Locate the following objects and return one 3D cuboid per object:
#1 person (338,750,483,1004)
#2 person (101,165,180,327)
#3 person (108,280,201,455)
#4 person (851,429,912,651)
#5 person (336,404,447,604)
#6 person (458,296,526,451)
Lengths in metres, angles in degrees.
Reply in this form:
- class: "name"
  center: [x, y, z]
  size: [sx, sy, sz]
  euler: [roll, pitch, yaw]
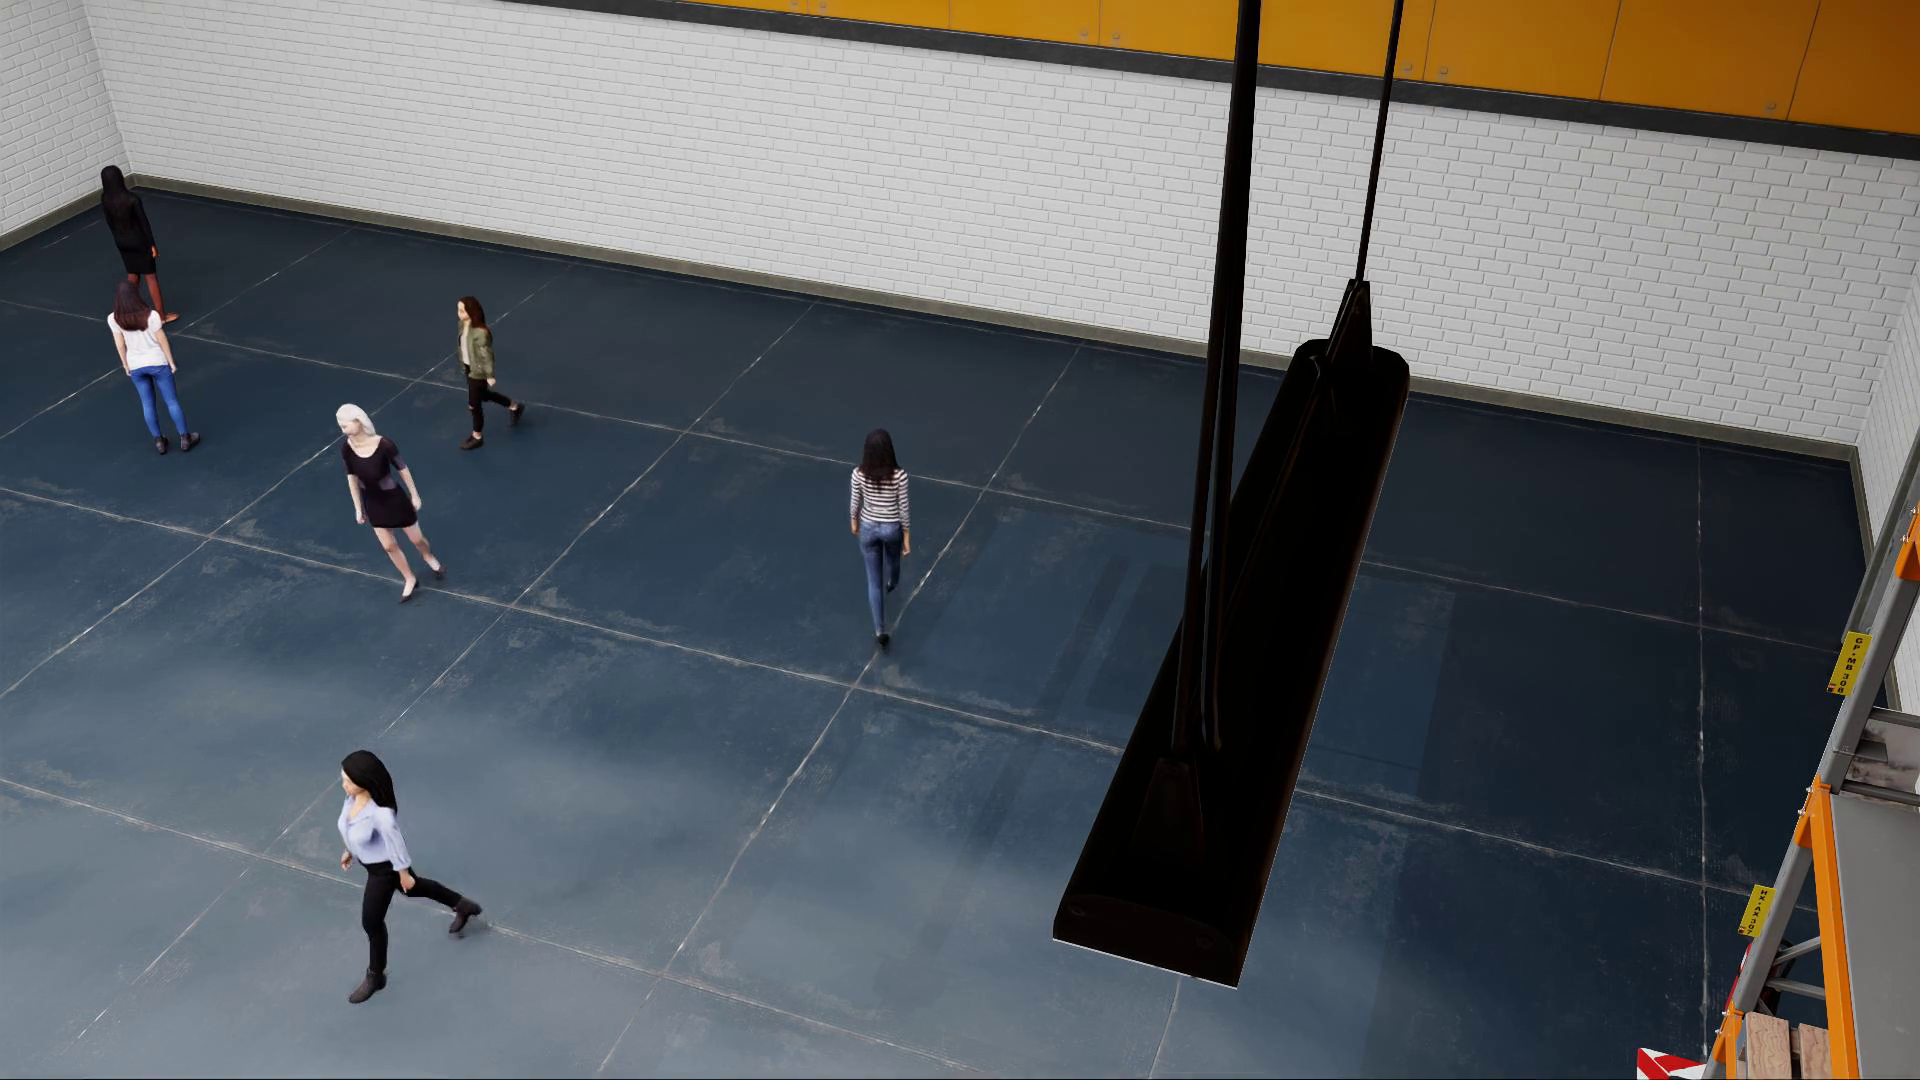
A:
- class: "person"
  center: [-3.301, 1.880, 9.809]
  size: [1.248, 1.704, 1.037]
  euler: [-24, 41, -32]
- class: "person"
  center: [-8.556, -3.060, 17.227]
  size: [0.629, 1.720, 0.521]
  euler: [7, 34, 11]
- class: "person"
  center: [-7.299, -1.545, 14.979]
  size: [0.675, 1.685, 0.675]
  euler: [-4, 34, -6]
- class: "person"
  center: [-0.610, 0.039, 12.541]
  size: [0.850, 1.745, 1.199]
  euler: [2, 34, 3]
- class: "person"
  center: [-4.452, -0.297, 13.001]
  size: [0.795, 1.797, 0.890]
  euler: [-6, 34, -9]
- class: "person"
  center: [-4.355, -1.568, 15.221]
  size: [1.044, 1.456, 0.888]
  euler: [-24, 41, -32]
